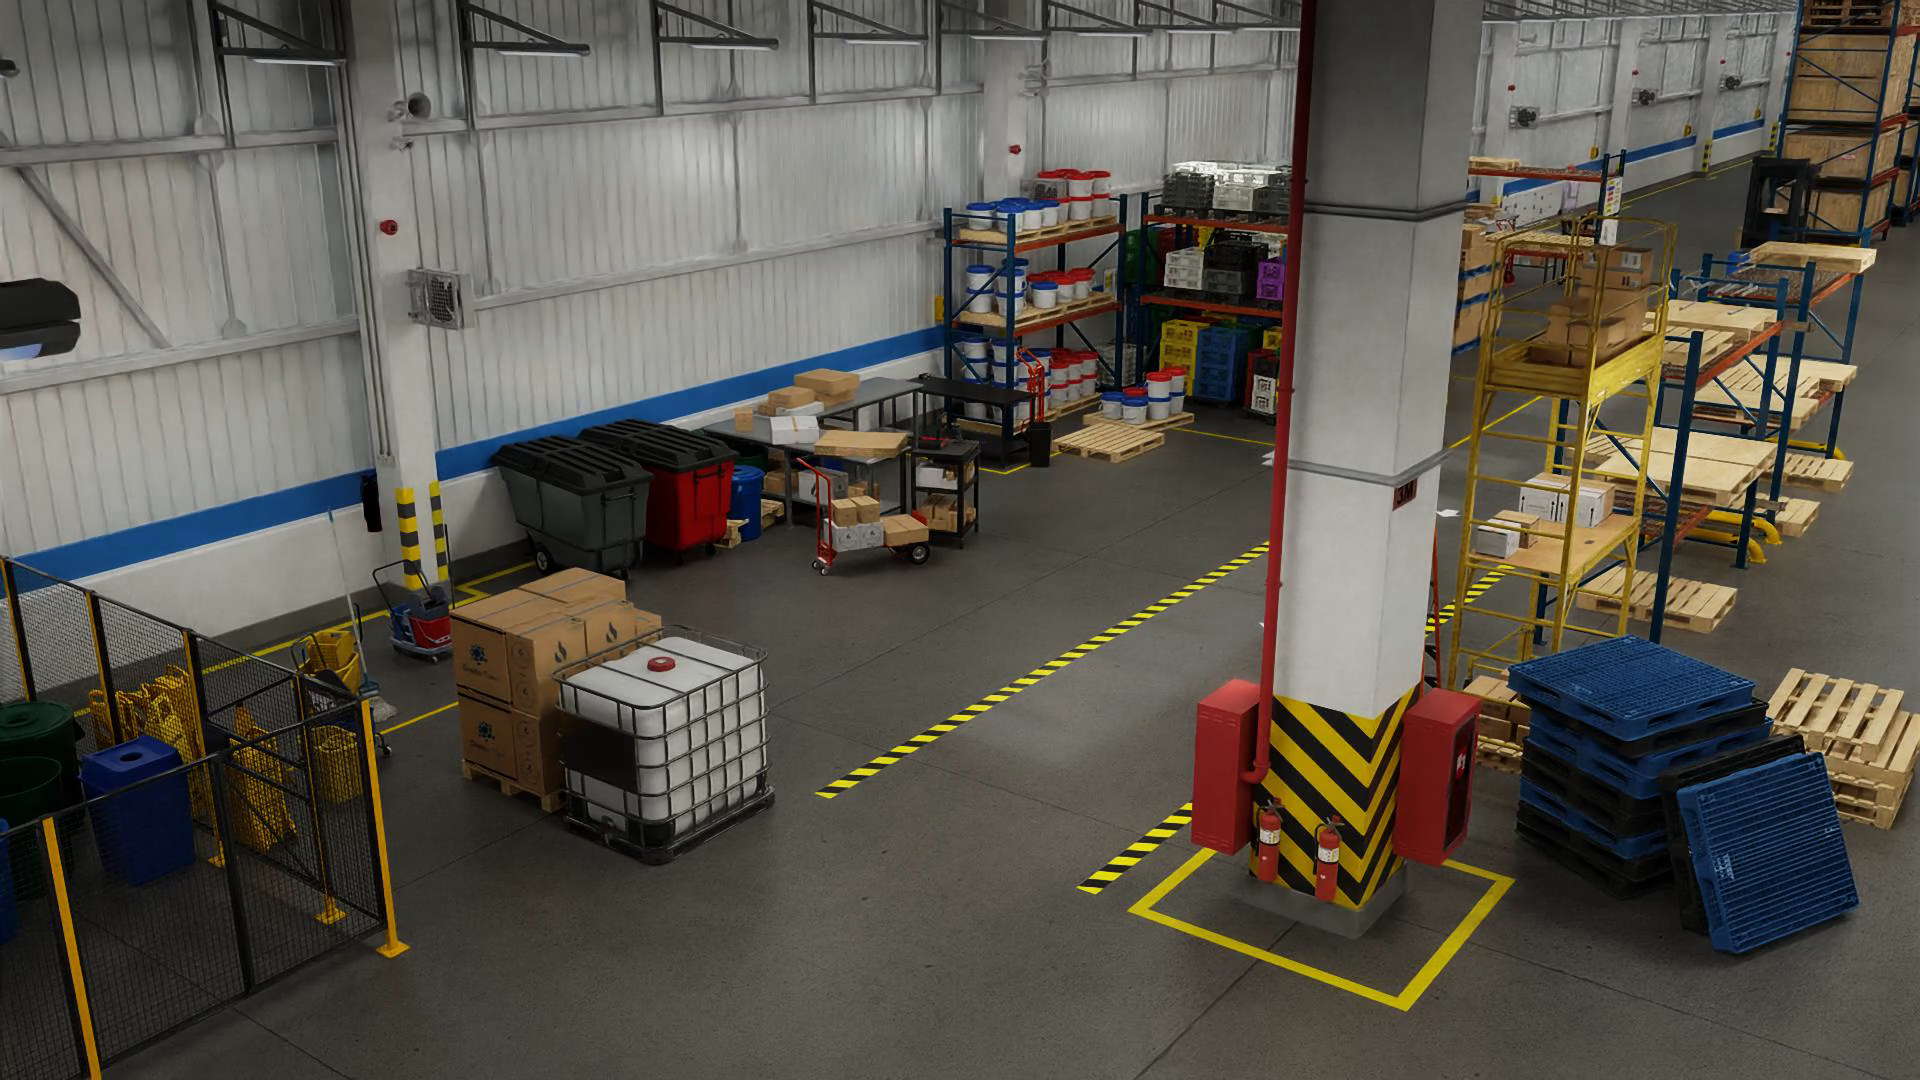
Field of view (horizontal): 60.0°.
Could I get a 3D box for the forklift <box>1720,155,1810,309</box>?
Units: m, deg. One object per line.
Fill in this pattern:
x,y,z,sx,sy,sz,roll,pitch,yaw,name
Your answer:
15.363,-5.849,31.521,1.129,2.768,1.873,13,22,34,forklift

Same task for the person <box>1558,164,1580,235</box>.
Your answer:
14.311,-7.871,39.207,0.551,1.934,0.373,-12,22,-33,person
